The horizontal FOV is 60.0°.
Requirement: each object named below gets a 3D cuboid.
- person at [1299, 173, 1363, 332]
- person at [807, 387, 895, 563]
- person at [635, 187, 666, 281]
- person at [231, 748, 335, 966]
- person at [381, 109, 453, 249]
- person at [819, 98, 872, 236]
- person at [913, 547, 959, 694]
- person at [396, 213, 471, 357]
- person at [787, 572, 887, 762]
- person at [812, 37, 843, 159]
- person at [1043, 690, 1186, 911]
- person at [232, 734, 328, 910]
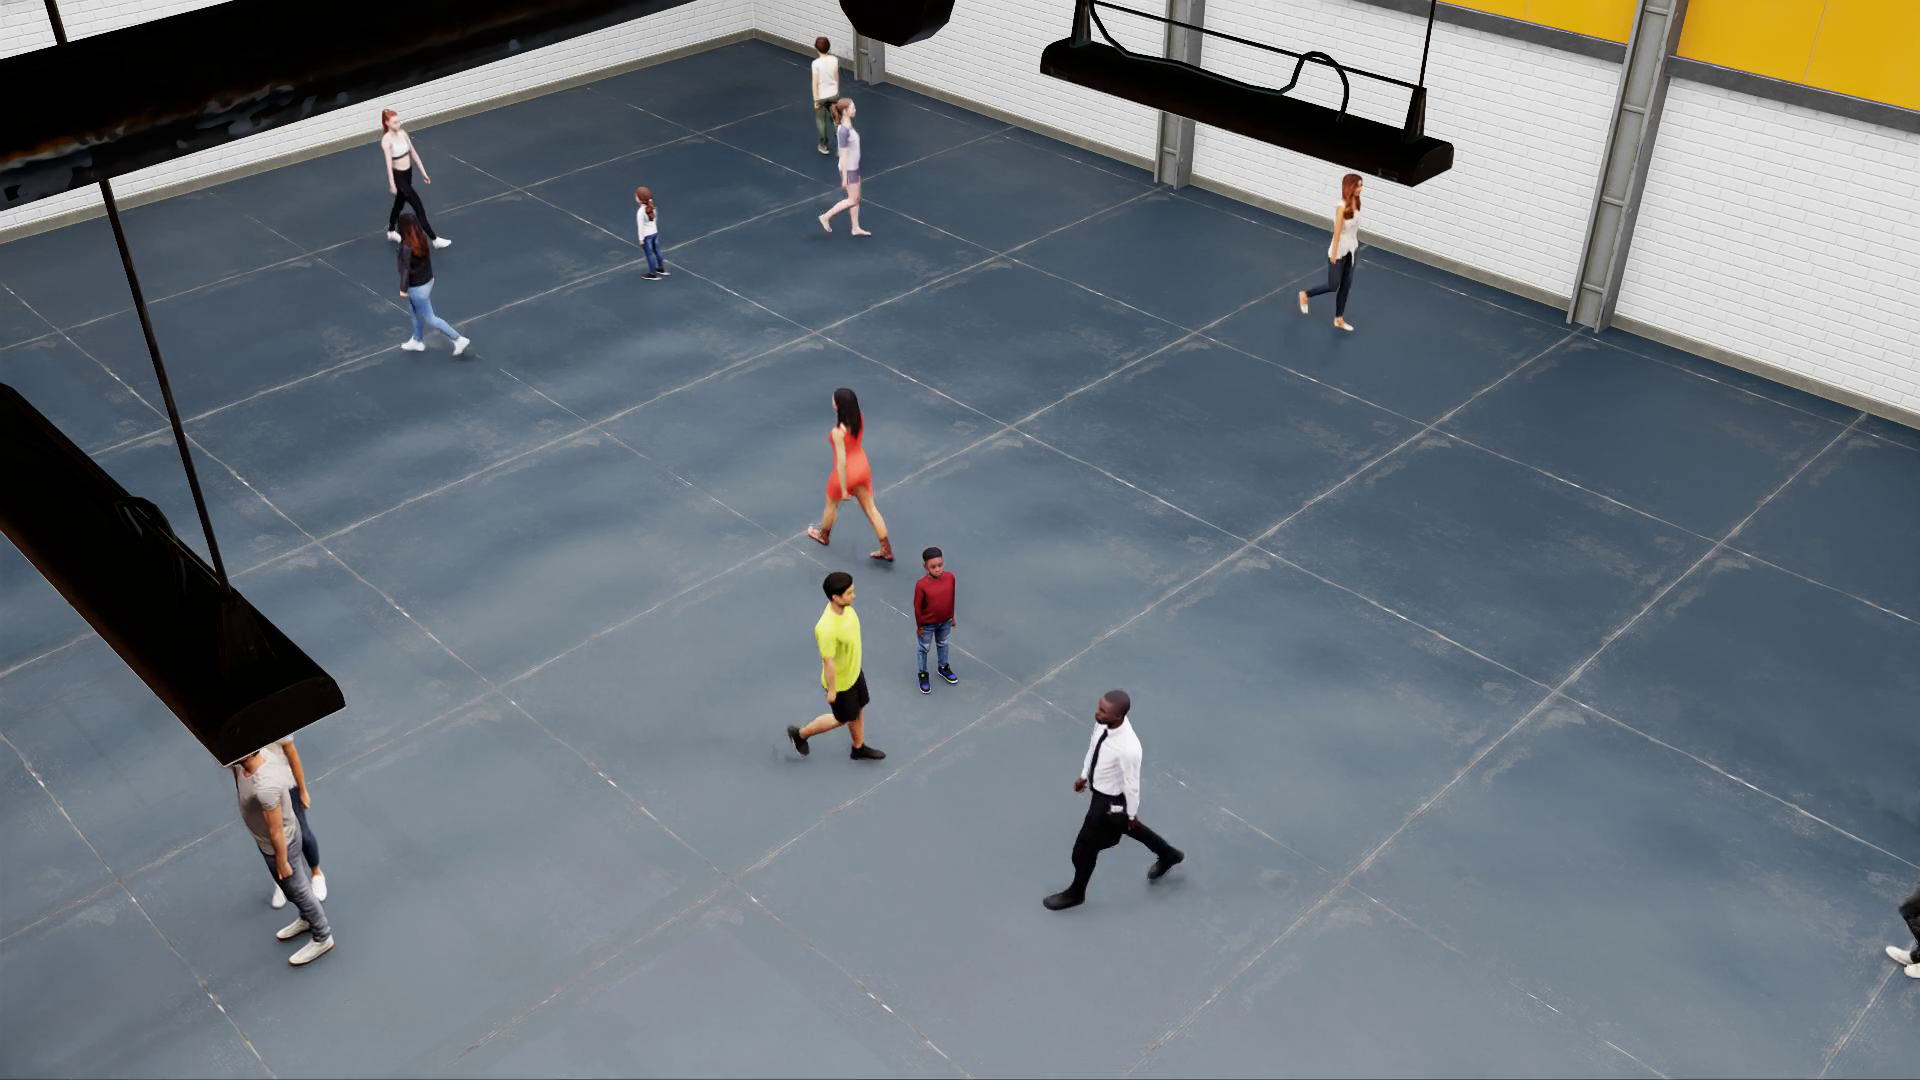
[{"bbox_3d":[4.115,-3.180,18.251,0.931,1.769,0.606,27,42,34],"label":"person"},{"bbox_3d":[-0.863,-0.517,14.335,1.187,1.670,0.744,21,39,28],"label":"person"},{"bbox_3d":[-3.648,-3.610,19.497,0.540,1.108,0.511,13,36,19],"label":"person"},{"bbox_3d":[-4.317,1.876,10.532,0.752,1.894,0.580,-18,38,-25],"label":"person"},{"bbox_3d":[-6.786,-4.333,20.058,1.245,1.689,0.970,10,35,14],"label":"person"},{"bbox_3d":[-1.427,-4.518,20.281,0.935,1.751,0.879,0,34,-1],"label":"person"},{"bbox_3d":[-0.201,0.596,13.035,0.558,1.256,0.565,-16,37,-23],"label":"person"},{"bbox_3d":[-5.658,-2.673,17.635,1.155,1.607,1.039,3,34,5],"label":"person"},{"bbox_3d":[-0.934,0.954,12.103,1.060,1.690,0.925,7,34,10],"label":"person"},{"bbox_3d":[-1.775,-5.995,22.605,0.790,1.638,1.067,-16,37,-22],"label":"person"},{"bbox_3d":[1.089,1.680,10.916,1.160,1.797,1.268,-7,34,-10],"label":"person"},{"bbox_3d":[-4.536,1.643,10.960,0.678,1.810,0.723,-3,34,-5],"label":"person"}]
